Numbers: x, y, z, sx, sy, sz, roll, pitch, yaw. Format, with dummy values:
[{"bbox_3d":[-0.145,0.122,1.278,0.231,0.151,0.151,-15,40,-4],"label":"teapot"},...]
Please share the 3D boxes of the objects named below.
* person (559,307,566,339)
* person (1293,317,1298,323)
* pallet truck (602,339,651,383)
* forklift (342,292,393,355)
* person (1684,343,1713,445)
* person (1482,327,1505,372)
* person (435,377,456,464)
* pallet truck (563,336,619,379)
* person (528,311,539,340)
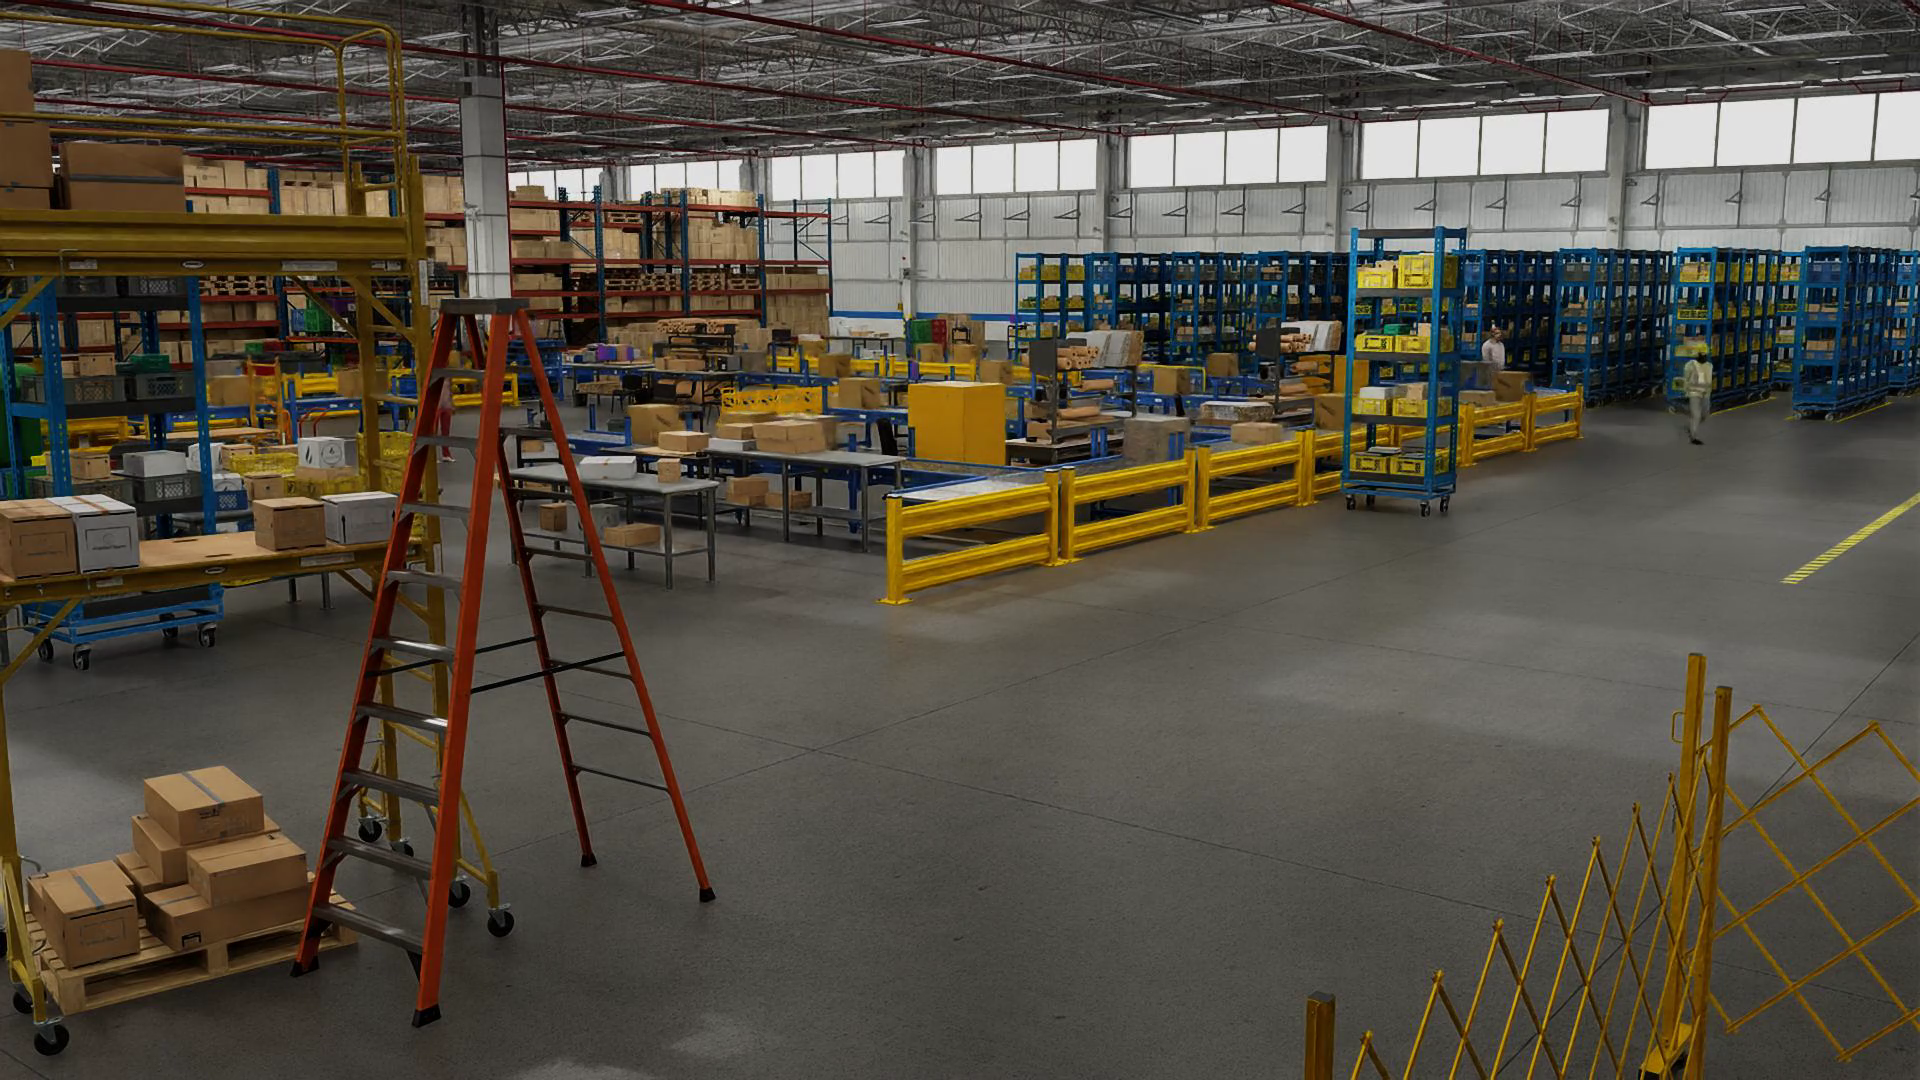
[{"bbox_3d":[-15.306,-8.106,64.157,0.290,1.746,0.487,-3,9,-16],"label":"person"},{"bbox_3d":[10.257,-6.059,50.601,0.397,1.992,0.623,7,11,36],"label":"person"},{"bbox_3d":[-8.991,-4.871,45.351,0.653,1.274,1.630,7,11,37],"label":"pallet truck"},{"bbox_3d":[-16.485,-5.622,45.120,1.129,2.768,1.873,7,11,37],"label":"forklift"},{"bbox_3d":[13.086,-2.589,29.495,0.596,1.818,0.457,-2,9,-14],"label":"person"},{"bbox_3d":[11.287,-3.535,35.125,0.643,1.909,0.410,-7,12,-38],"label":"person"},{"bbox_3d":[-8.311,-2.102,26.620,0.314,1.767,0.534,7,11,36],"label":"person"},{"bbox_3d":[-10.690,-5.294,48.215,1.601,1.201,0.680,-5,10,-26],"label":"pallet truck"},{"bbox_3d":[-12.680,-5.847,49.538,0.590,1.922,0.630,-5,10,-29],"label":"person"}]
